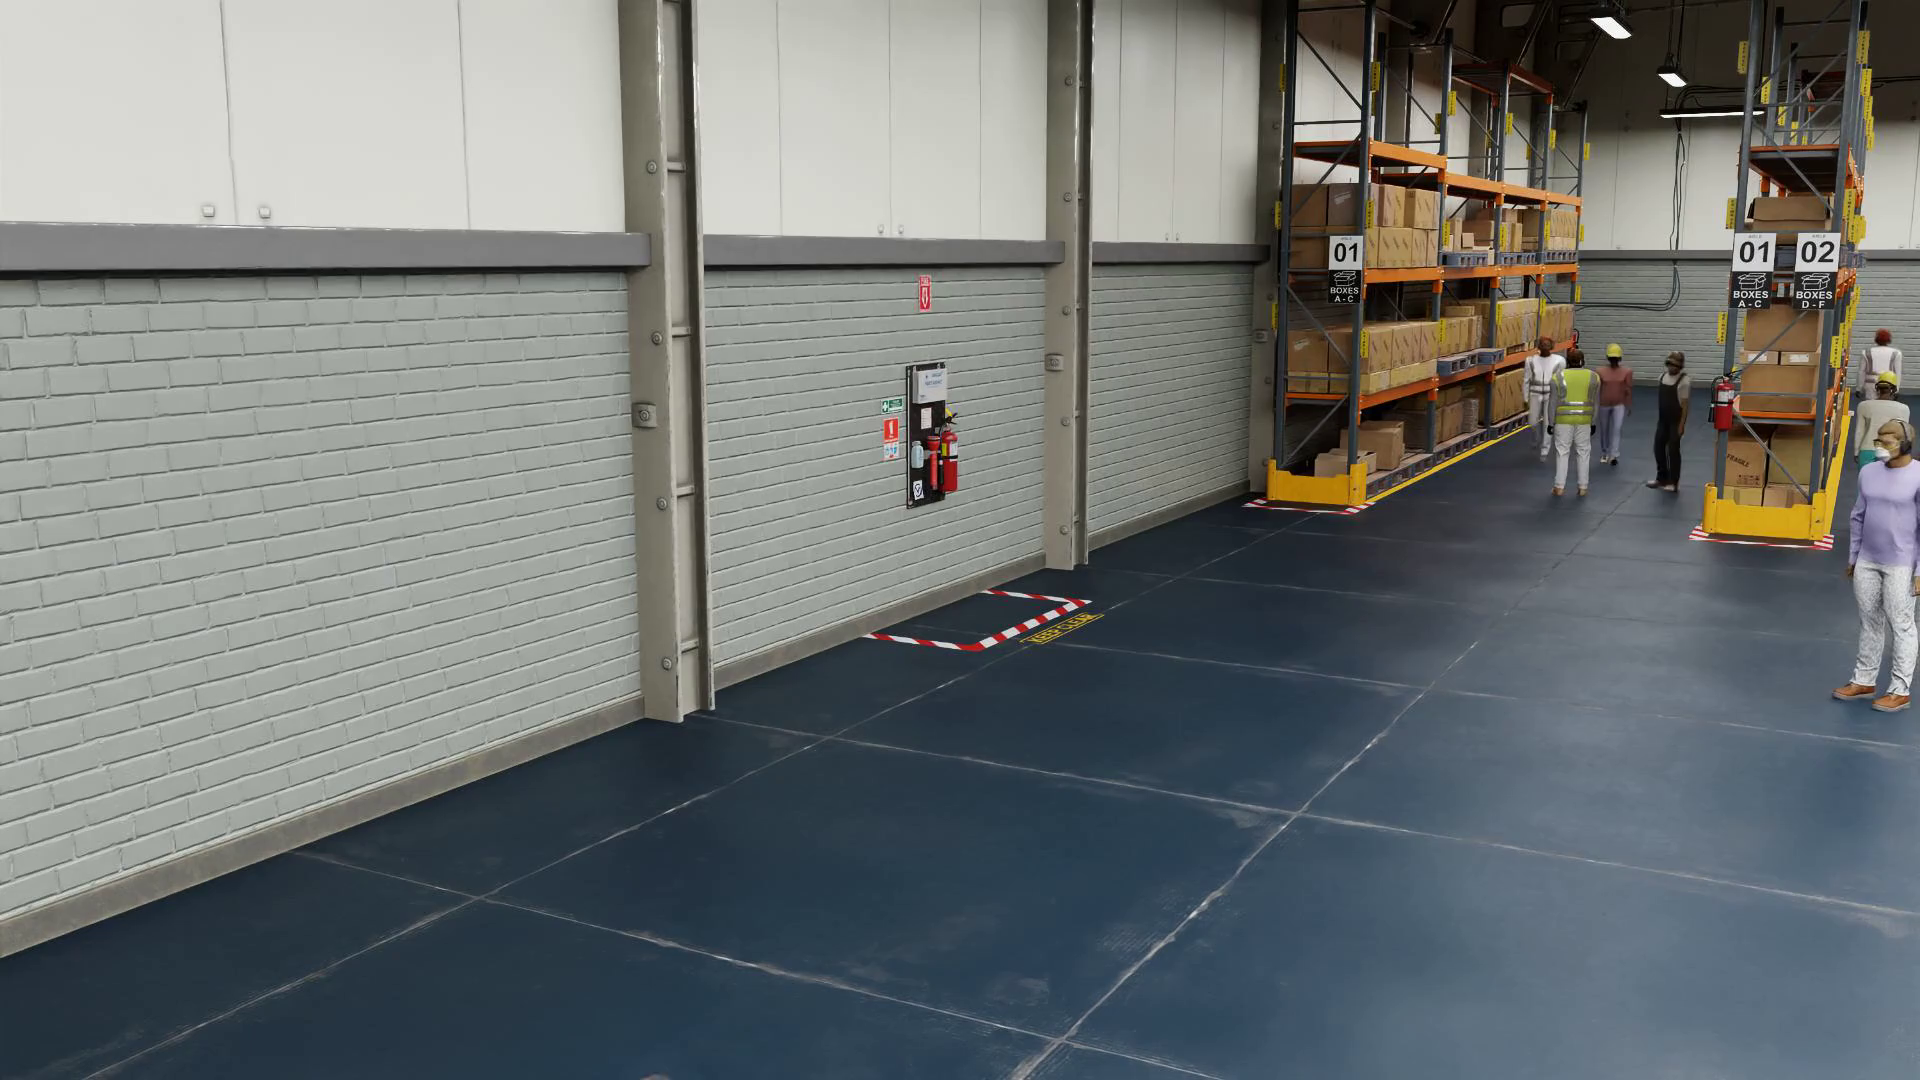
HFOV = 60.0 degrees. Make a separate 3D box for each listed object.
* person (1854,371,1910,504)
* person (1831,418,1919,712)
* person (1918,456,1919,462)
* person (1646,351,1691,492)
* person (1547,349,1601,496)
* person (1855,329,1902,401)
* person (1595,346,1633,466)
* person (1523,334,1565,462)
[{"bbox_3d":[9.987,-0.954,18.060,0.517,1.757,0.335,8,12,38],"label":"person"},{"bbox_3d":[6.146,0.161,11.001,0.353,1.936,0.635,-3,10,-19],"label":"person"},{"bbox_3d":[7.182,0.091,12.396,0.539,1.585,0.853,4,10,22],"label":"person"},{"bbox_3d":[9.031,-1.499,21.103,0.454,1.803,0.546,-4,11,-24],"label":"person"},{"bbox_3d":[7.665,-1.468,20.827,0.624,1.841,0.430,1,10,8],"label":"person"},{"bbox_3d":[14.415,-2.380,26.136,0.600,1.841,0.942,5,11,26],"label":"person"},{"bbox_3d":[9.333,-1.923,23.847,0.555,1.714,0.930,4,11,23],"label":"person"},{"bbox_3d":[8.517,-2.068,24.270,0.582,1.871,0.472,4,11,24],"label":"person"}]
